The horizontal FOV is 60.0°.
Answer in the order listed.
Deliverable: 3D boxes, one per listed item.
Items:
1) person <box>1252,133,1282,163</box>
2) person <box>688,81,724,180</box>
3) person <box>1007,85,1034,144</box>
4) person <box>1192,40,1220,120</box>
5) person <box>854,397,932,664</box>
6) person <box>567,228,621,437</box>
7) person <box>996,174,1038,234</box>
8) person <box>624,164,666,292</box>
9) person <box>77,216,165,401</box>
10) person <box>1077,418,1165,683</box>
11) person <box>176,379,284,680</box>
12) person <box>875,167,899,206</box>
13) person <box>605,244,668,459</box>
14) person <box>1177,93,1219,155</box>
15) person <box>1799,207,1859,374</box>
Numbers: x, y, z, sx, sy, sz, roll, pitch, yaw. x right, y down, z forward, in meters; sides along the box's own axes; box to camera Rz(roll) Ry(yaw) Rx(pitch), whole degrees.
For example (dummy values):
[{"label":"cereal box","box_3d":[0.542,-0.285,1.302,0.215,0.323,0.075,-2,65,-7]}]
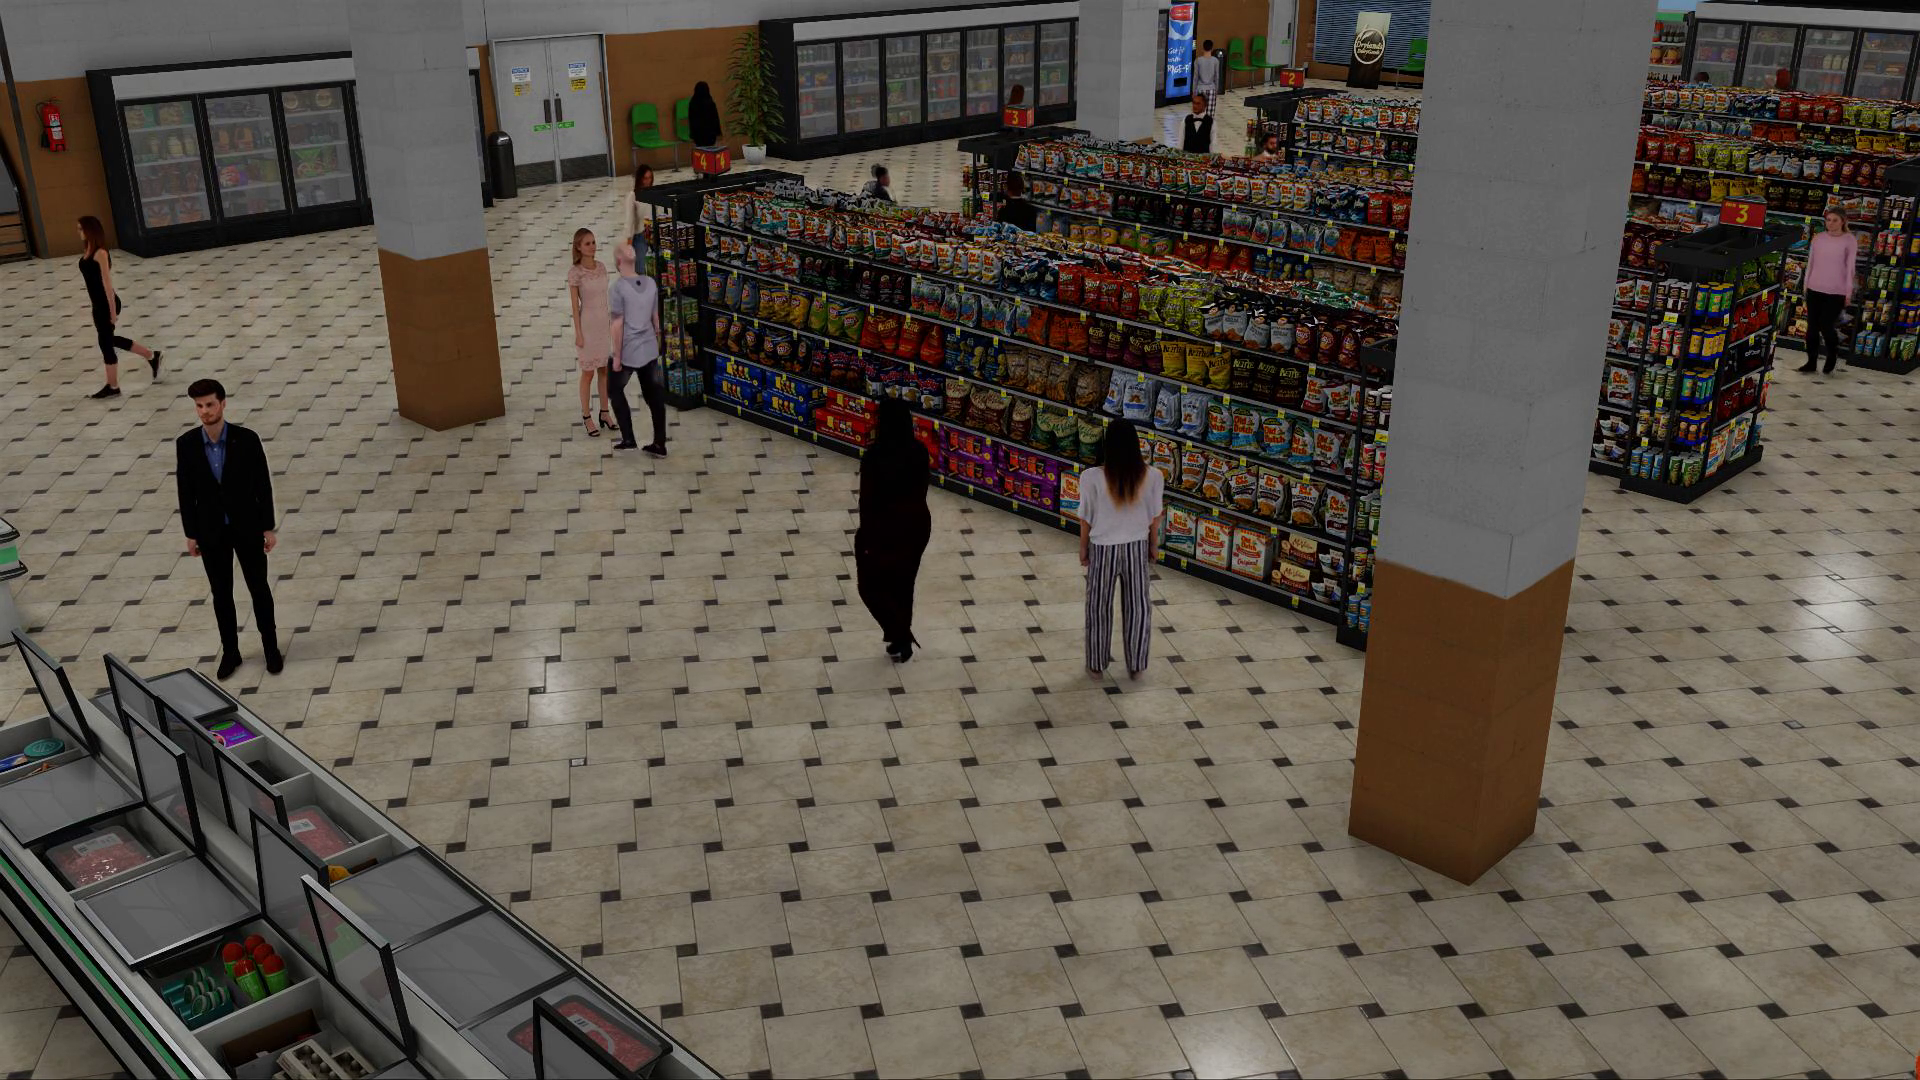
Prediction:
[{"label":"person","box_3d":[3.650,-4.103,20.434,0.936,1.711,1.287,-11,24,-24]},{"label":"person","box_3d":[-4.074,-6.417,26.334,0.706,1.607,0.816,7,23,17]},{"label":"person","box_3d":[0.800,-6.031,25.258,0.770,1.693,0.653,-11,25,-26]},{"label":"person","box_3d":[4.506,-8.222,30.503,0.694,1.847,0.752,0,22,-1]},{"label":"person","box_3d":[-0.352,-0.007,10.192,0.725,1.746,0.821,-15,26,-33]},{"label":"person","box_3d":[-3.236,-1.834,14.627,0.523,1.830,0.586,17,27,35]},{"label":"person","box_3d":[0.593,-2.680,16.658,0.760,1.886,0.721,-16,27,-34]},{"label":"person","box_3d":[-3.550,-3.390,18.745,0.813,1.647,0.661,-19,29,-39]},{"label":"person","box_3d":[-7.987,-2.209,15.724,0.642,1.709,0.911,-20,29,-40]},{"label":"person","box_3d":[0.966,0.066,10.102,0.779,1.680,0.842,0,22,1]},{"label":"person","box_3d":[-4.473,-0.087,10.194,0.783,1.894,0.783,-6,23,-15]},{"label":"person","box_3d":[-0.986,-4.095,21.041,0.737,1.243,0.736,0,22,1]},{"label":"person","box_3d":[-2.662,-1.542,13.920,0.688,1.815,0.748,18,28,38]},{"label":"person","box_3d":[3.223,-5.113,22.671,0.703,1.918,0.840,7,23,17]},{"label":"person","box_3d":[8.545,-2.435,16.347,0.669,1.663,0.598,-19,29,-39]}]
